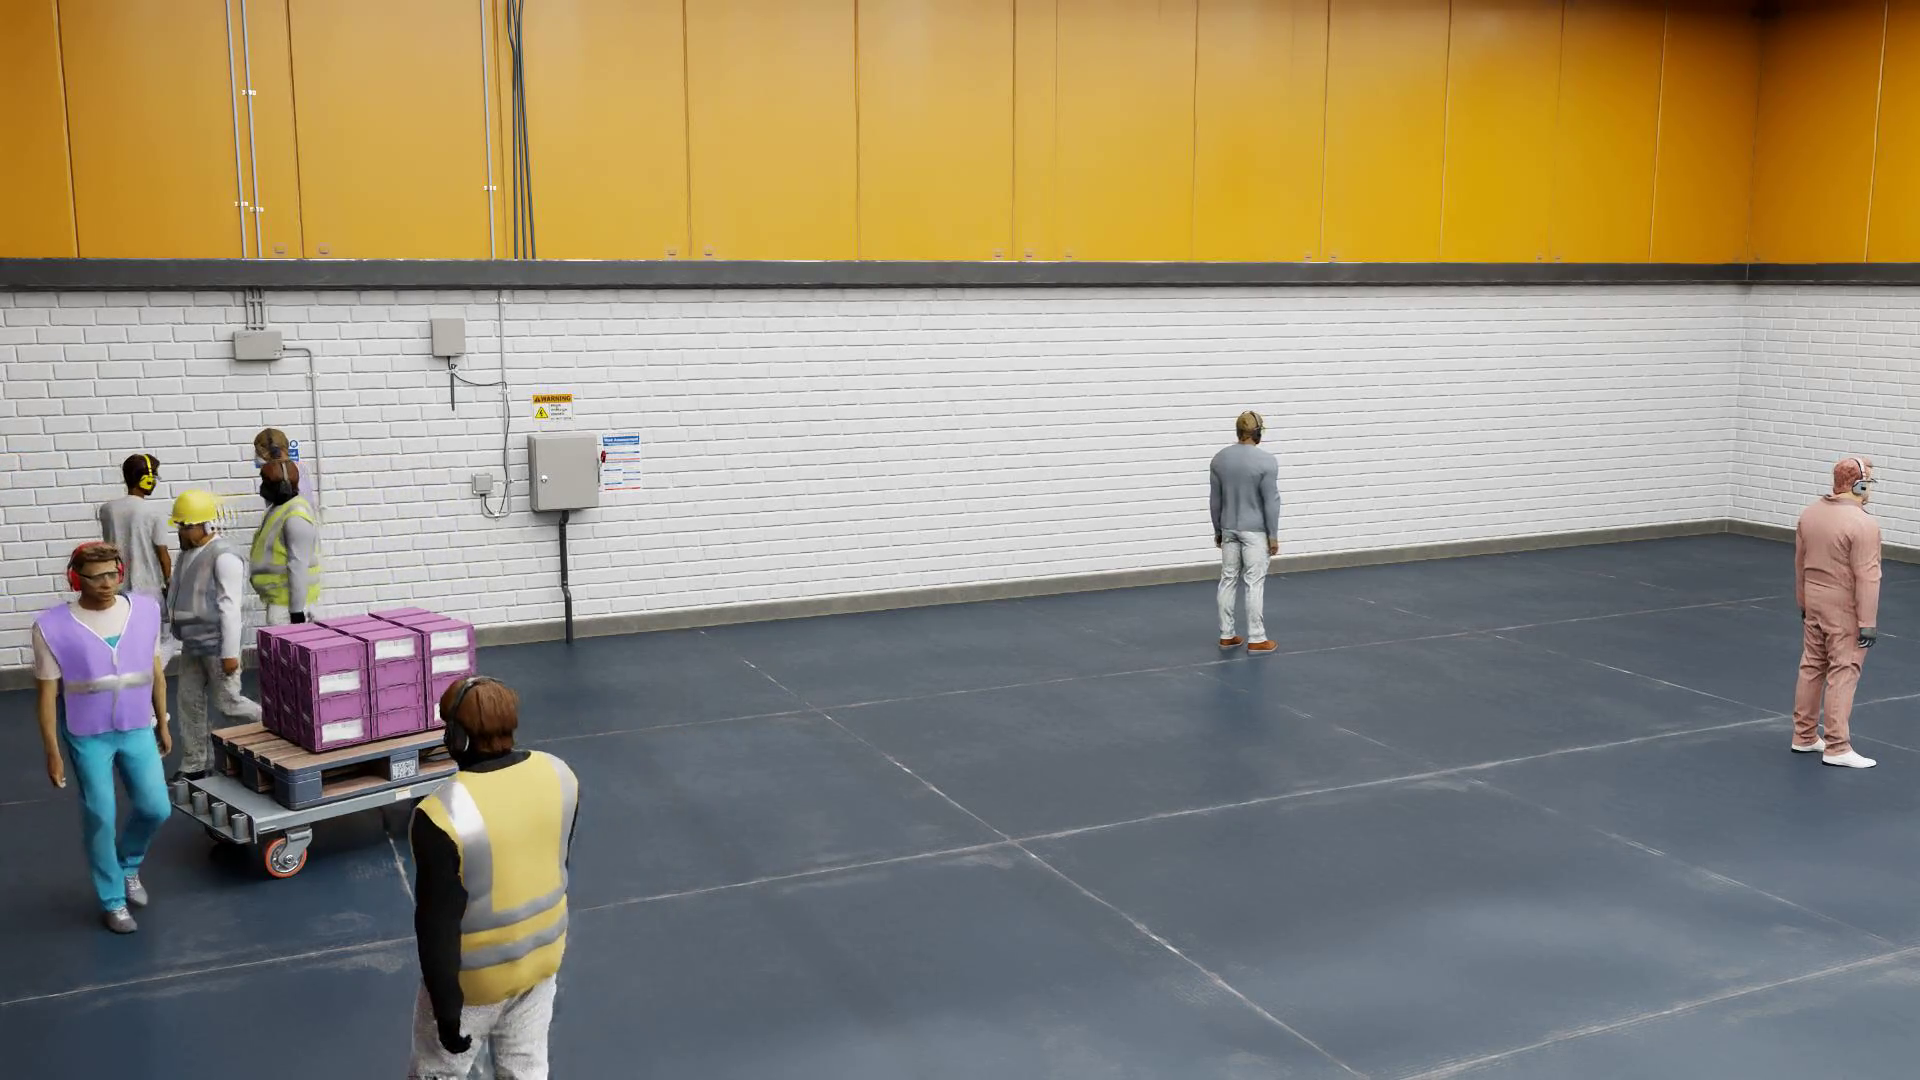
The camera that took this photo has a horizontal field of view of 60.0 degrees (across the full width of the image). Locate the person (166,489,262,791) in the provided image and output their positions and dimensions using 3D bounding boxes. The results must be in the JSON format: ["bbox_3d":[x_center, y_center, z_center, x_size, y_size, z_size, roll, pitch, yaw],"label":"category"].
[{"bbox_3d":[-4.329,0.569,9.817,0.607,1.801,0.726,8,12,40],"label":"person"}]

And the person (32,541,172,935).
[{"bbox_3d":[-3.906,0.899,7.634,0.449,1.825,0.594,8,12,39],"label":"person"}]

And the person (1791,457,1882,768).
[{"bbox_3d":[5.447,0.438,10.271,0.407,1.904,0.654,-1,9,-8],"label":"person"}]

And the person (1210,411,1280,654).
[{"bbox_3d":[2.275,-0.062,13.267,0.372,1.940,0.629,-9,13,-44],"label":"person"}]

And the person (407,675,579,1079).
[{"bbox_3d":[-1.438,1.307,5.123,0.442,1.828,0.628,7,11,36],"label":"person"}]

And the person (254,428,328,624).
[{"bbox_3d":[-4.826,0.125,12.182,0.521,1.916,0.743,-3,10,-16],"label":"person"}]

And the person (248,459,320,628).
[{"bbox_3d":[-4.380,0.364,10.966,0.659,1.824,0.648,-5,10,-29],"label":"person"}]

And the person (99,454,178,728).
[{"bbox_3d":[-5.422,0.355,10.966,0.527,1.843,0.463,1,9,7],"label":"person"}]
